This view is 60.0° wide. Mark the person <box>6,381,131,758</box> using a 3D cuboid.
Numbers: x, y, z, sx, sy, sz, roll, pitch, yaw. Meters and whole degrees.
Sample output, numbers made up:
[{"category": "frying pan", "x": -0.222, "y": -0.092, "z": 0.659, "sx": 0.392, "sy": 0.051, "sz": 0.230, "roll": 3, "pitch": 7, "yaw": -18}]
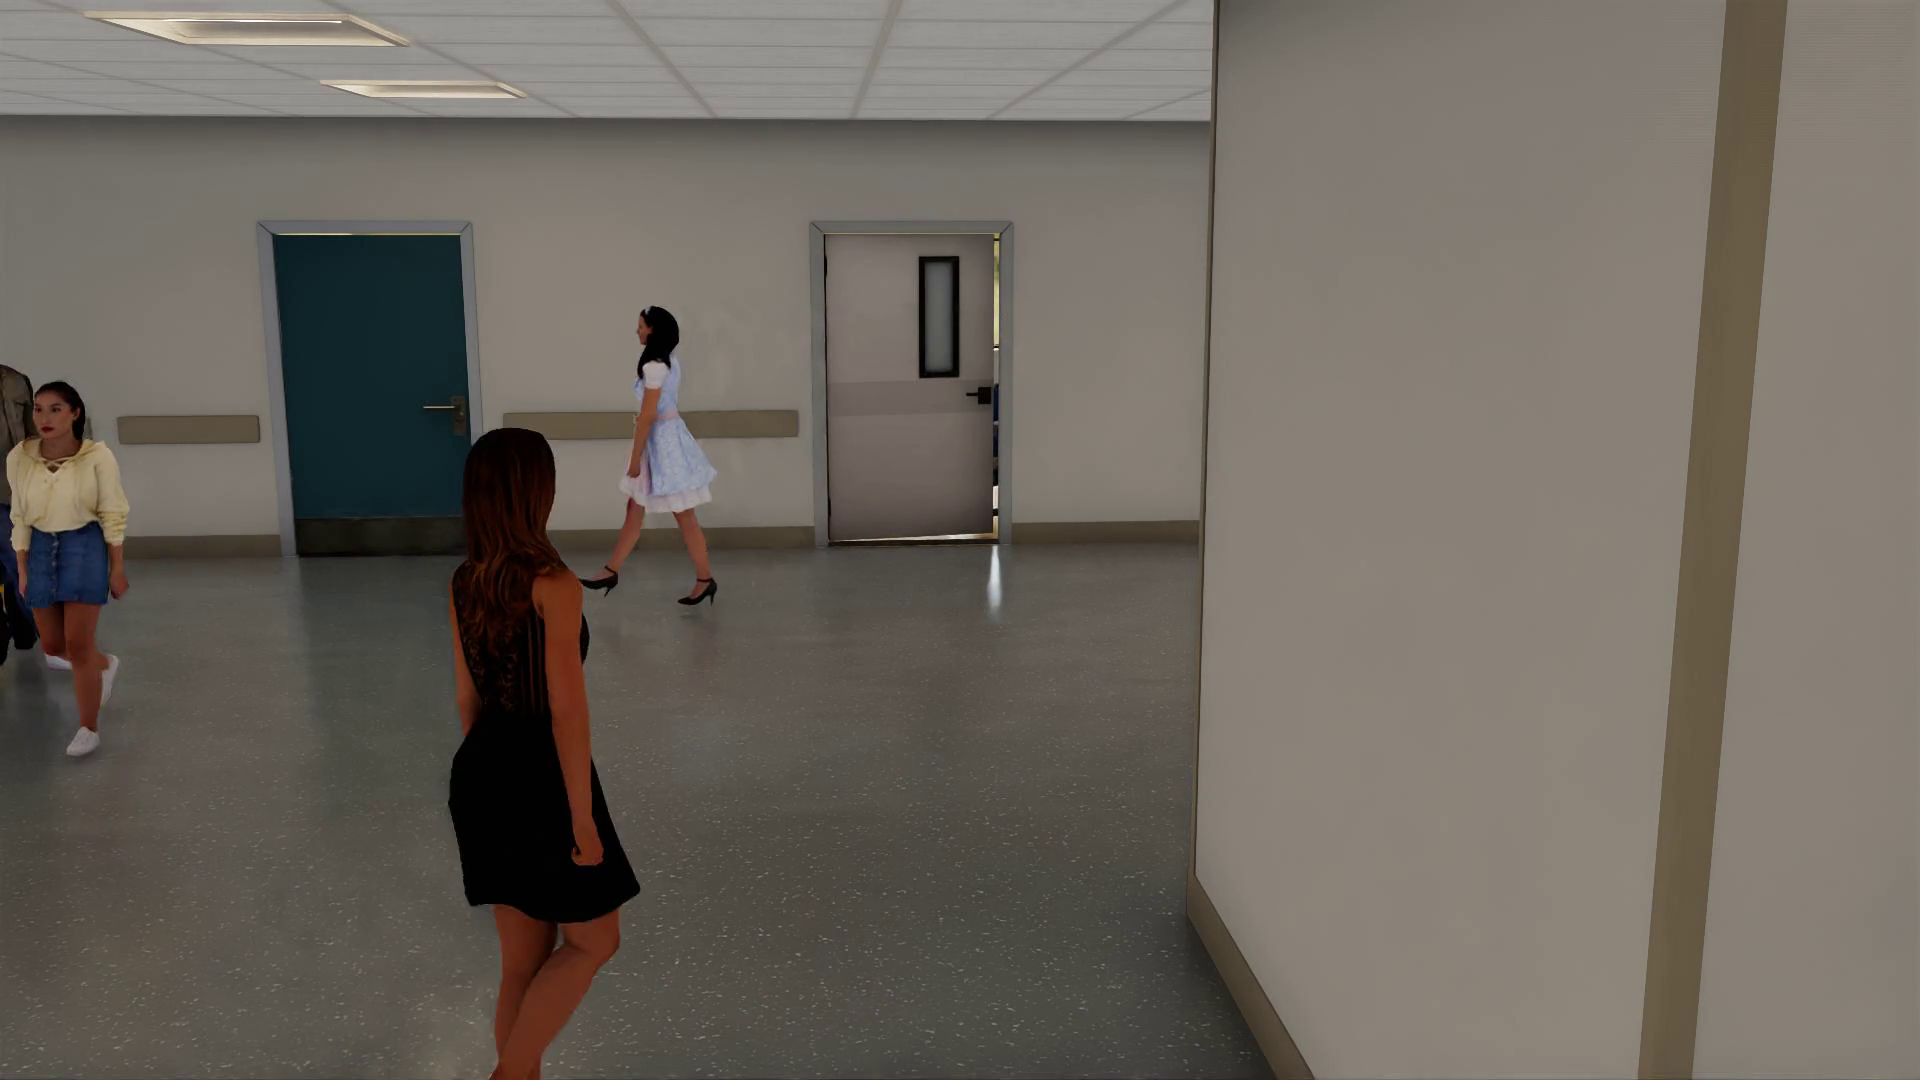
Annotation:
[{"category": "person", "x": -3.889, "y": 0.110, "z": 7.322, "sx": 0.825, "sy": 1.612, "sz": 0.688, "roll": -1, "pitch": 11, "yaw": -5}]

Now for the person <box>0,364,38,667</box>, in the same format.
[{"category": "person", "x": -5.035, "y": -0.231, "z": 8.567, "sx": 1.211, "sy": 1.818, "sz": 1.165, "roll": -7, "pitch": 13, "yaw": -34}]

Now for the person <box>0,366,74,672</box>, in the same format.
[{"category": "person", "x": -4.949, "y": -0.210, "z": 8.411, "sx": 1.256, "sy": 1.836, "sz": 0.943, "roll": 1, "pitch": 11, "yaw": 7}]

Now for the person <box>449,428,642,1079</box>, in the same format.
[{"category": "person", "x": -1.044, "y": 0.676, "z": 3.770, "sx": 0.796, "sy": 1.825, "sz": 0.850, "roll": 7, "pitch": 13, "yaw": 31}]

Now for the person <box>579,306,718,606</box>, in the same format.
[{"category": "person", "x": -1.658, "y": -0.456, "z": 9.851, "sx": 1.124, "sy": 1.782, "sz": 0.688, "roll": 0, "pitch": 11, "yaw": -1}]
